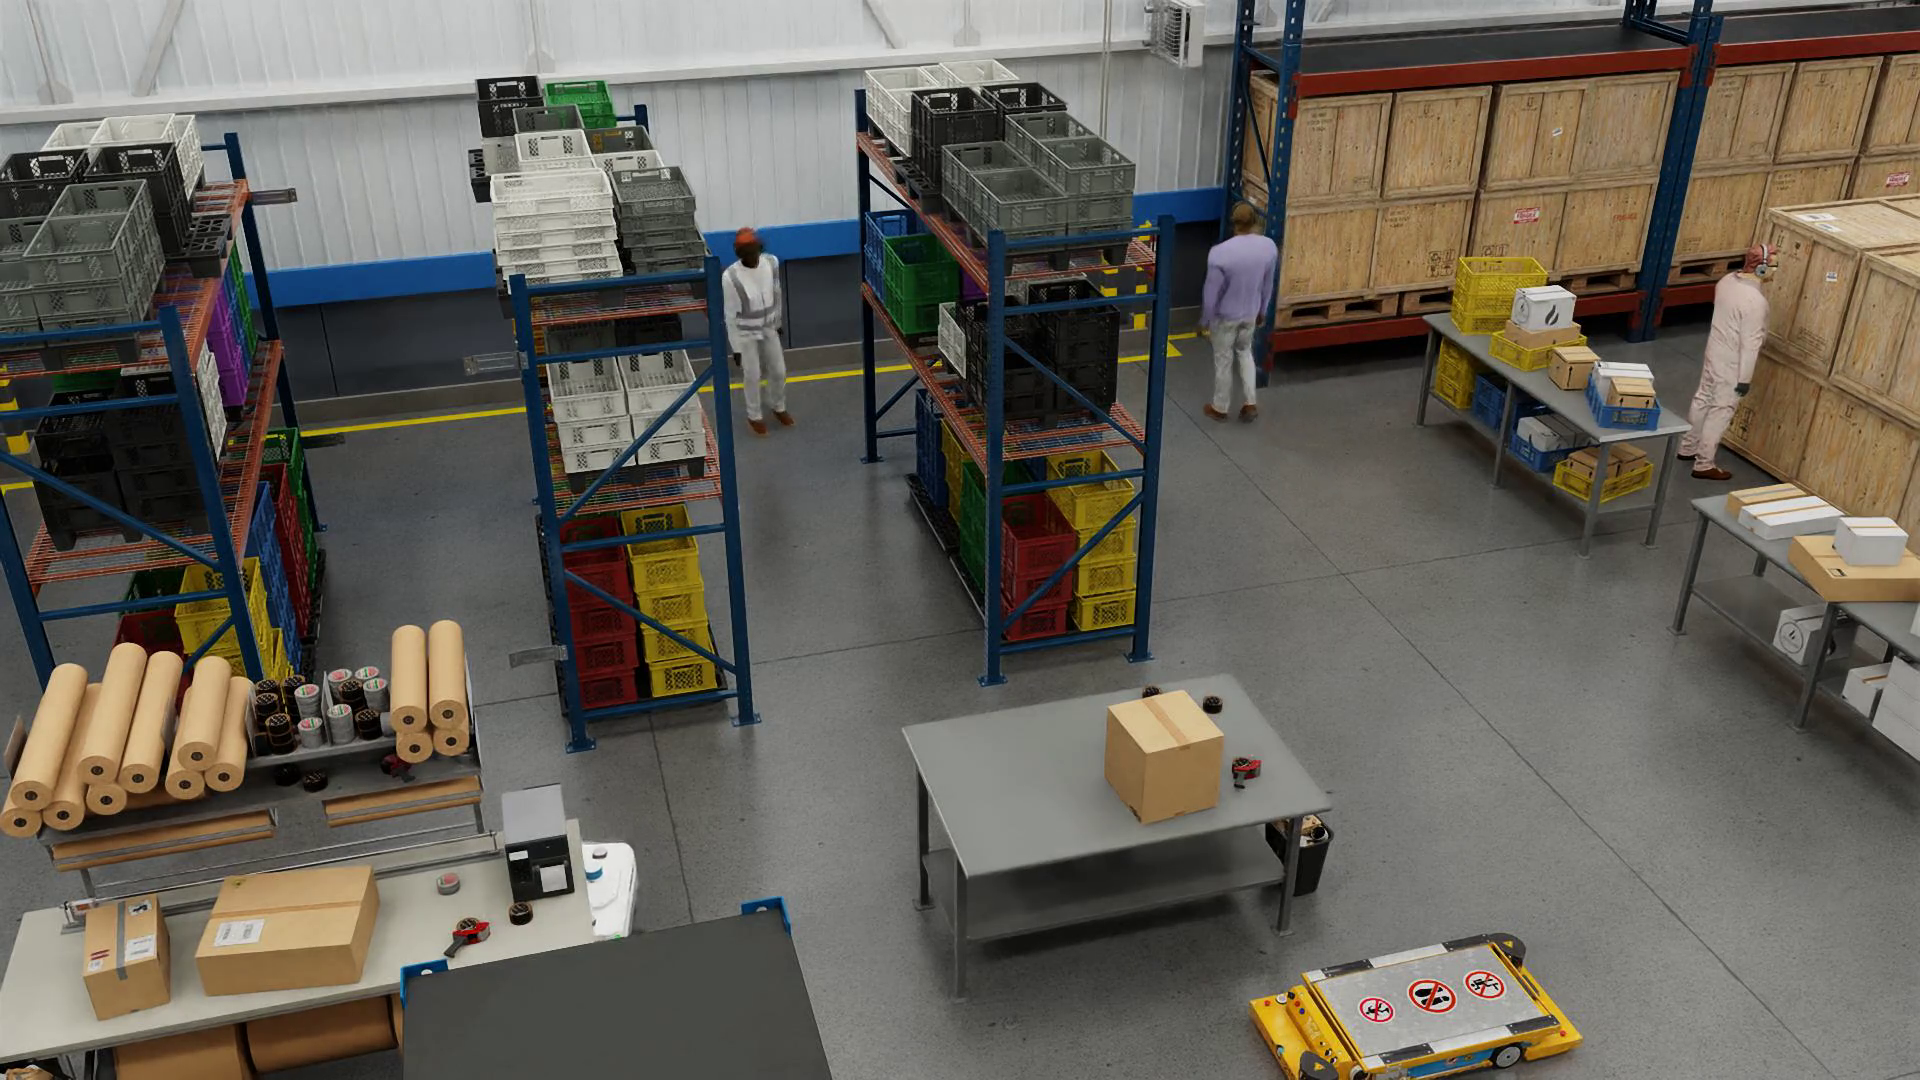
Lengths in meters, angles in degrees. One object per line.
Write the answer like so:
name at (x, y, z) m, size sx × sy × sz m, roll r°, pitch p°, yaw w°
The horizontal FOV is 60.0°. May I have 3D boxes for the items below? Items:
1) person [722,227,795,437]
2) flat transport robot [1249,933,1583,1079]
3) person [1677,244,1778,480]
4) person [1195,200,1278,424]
person at (-1.675, -1.692, 13.578) m, size 0.623 × 1.852 × 0.454 m, roll -24°, pitch 37°, yaw -36°
flat transport robot at (2.184, 2.282, 7.980) m, size 1.431 × 0.197 × 0.652 m, roll -8°, pitch 30°, yaw -14°
person at (6.048, -1.396, 13.004) m, size 0.396 × 1.899 × 0.644 m, roll 0°, pitch 29°, yaw 0°
person at (2.282, -1.882, 13.845) m, size 0.642 × 1.936 × 0.378 m, roll -12°, pitch 31°, yaw -20°
